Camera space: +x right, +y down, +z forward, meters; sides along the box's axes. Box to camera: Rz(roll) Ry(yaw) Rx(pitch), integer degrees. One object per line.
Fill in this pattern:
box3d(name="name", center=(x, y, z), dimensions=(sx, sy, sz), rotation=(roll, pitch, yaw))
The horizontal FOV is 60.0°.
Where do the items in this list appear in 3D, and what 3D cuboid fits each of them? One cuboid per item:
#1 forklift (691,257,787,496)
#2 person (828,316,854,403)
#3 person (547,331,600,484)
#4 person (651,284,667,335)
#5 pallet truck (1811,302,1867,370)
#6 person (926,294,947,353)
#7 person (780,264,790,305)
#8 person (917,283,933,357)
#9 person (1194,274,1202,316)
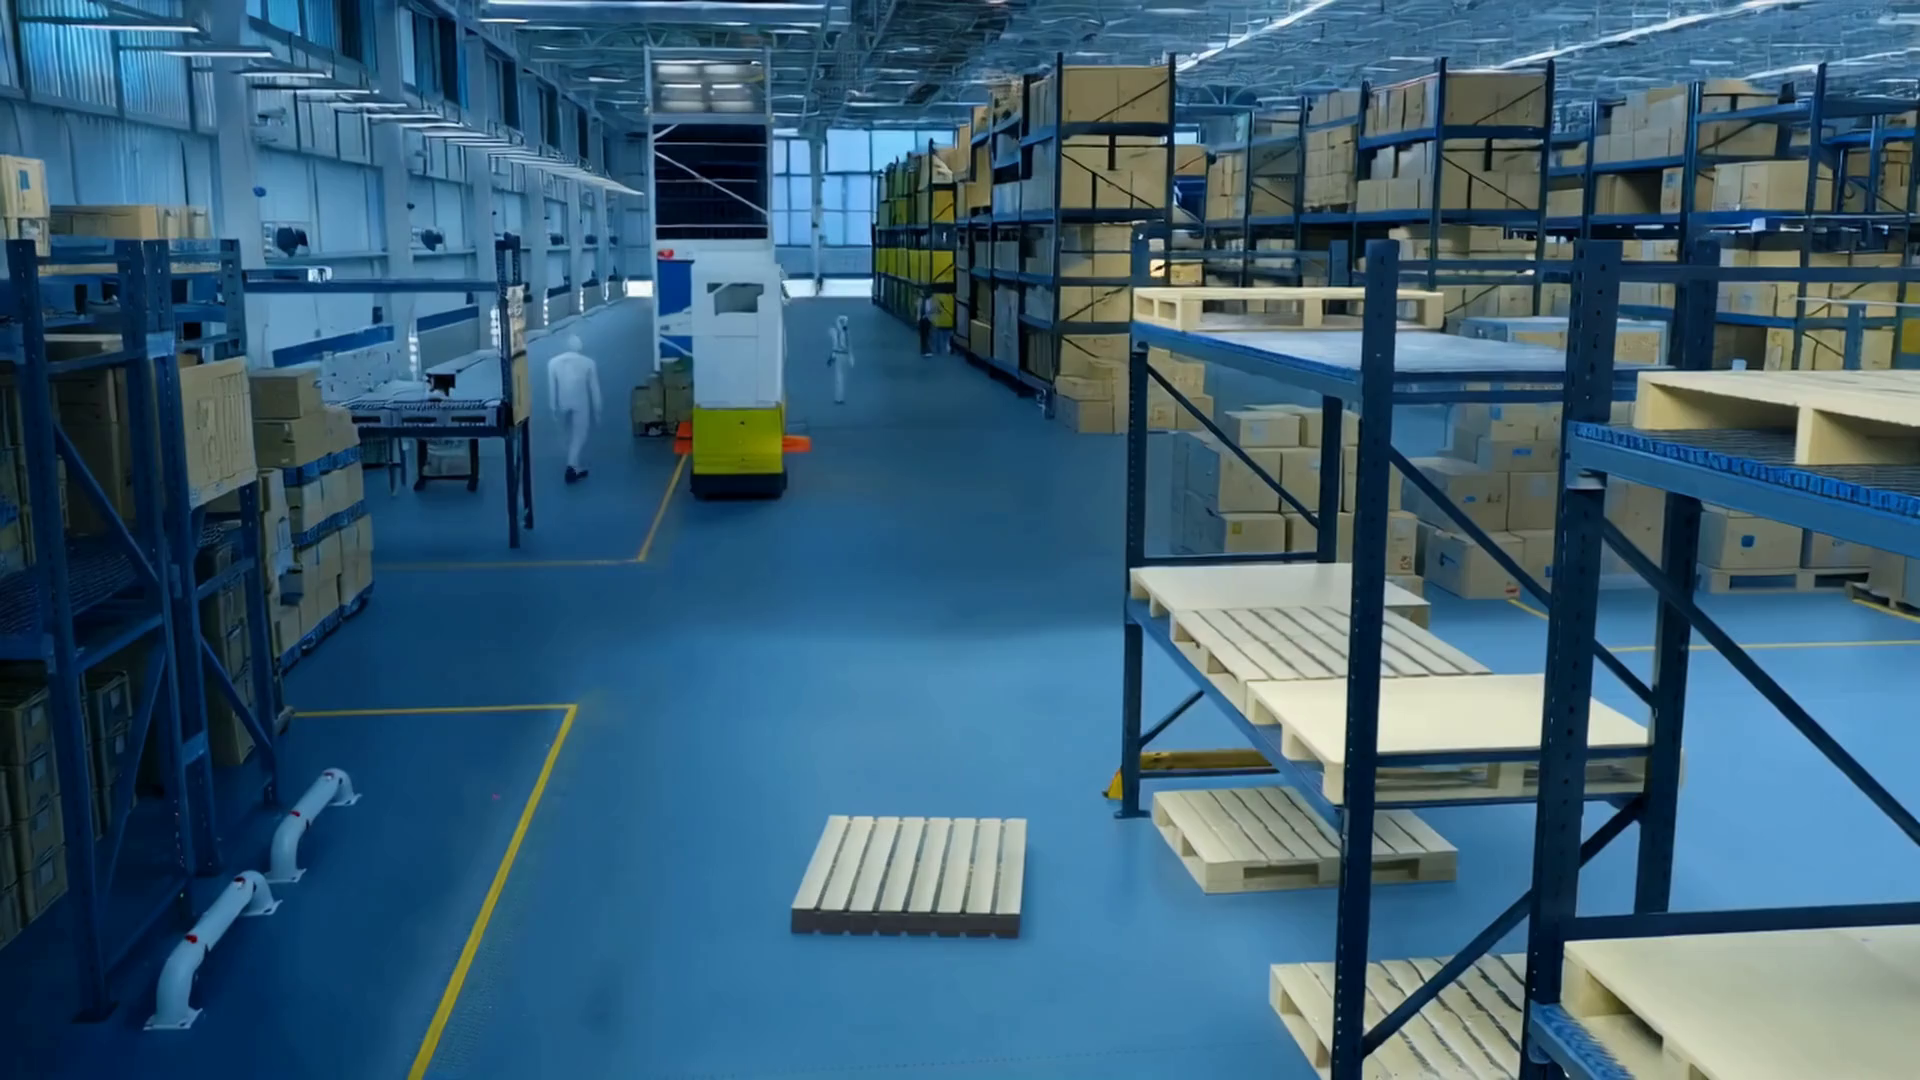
box3d(name="forklift", center=(-2.687, -2.015, 20.098), dimensions=(1.129, 2.768, 1.873), rotation=(-1, 10, -6))
box3d(name="person", center=(-2.191, -3.353, 30.971), dimensions=(0.457, 1.620, 0.545), rotation=(10, 14, 43))
box3d(name="person", center=(-4.850, -1.659, 20.847), dimensions=(0.641, 1.908, 0.936), rotation=(1, 10, 5))
box3d(name="person", center=(-9.270, -7.180, 51.659), dimensions=(0.635, 1.818, 0.723), rotation=(-4, 11, -19))
box3d(name="pallet truck", center=(15.846, -3.142, 28.793), dimensions=(1.885, 1.965, 0.823), rotation=(2, 10, 12))
box3d(name="person", center=(-0.580, -5.809, 44.674), dimensions=(0.843, 1.589, 0.520), rotation=(-4, 11, -22))
box3d(name="person", center=(-8.249, -11.970, 77.988), dimensions=(0.549, 1.892, 0.685), rotation=(3, 11, 14))
box3d(name="person", center=(-0.911, -5.751, 43.465), dimensions=(0.390, 1.920, 0.587), rotation=(2, 10, 10))
box3d(name="person", center=(7.272, -6.961, 49.942), dimensions=(1.006, 1.996, 0.638), rotation=(0, 10, -1))
